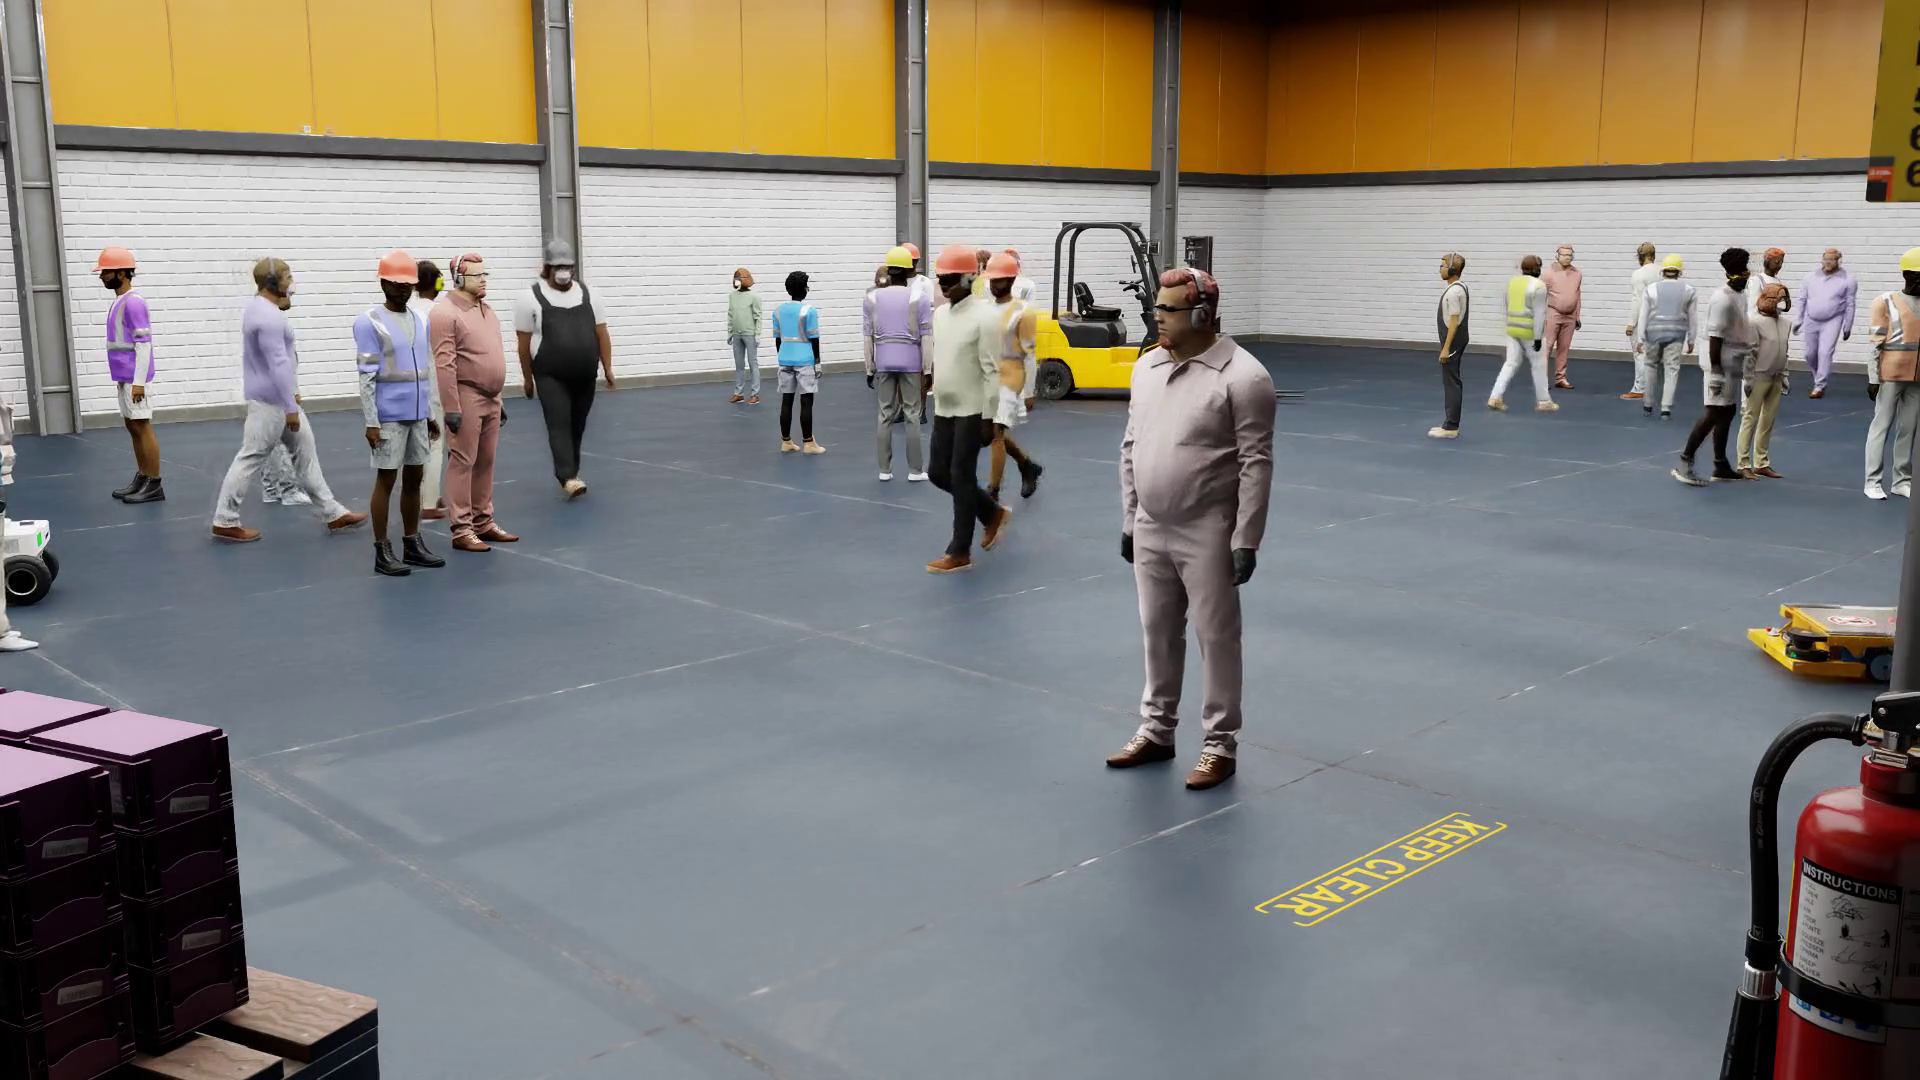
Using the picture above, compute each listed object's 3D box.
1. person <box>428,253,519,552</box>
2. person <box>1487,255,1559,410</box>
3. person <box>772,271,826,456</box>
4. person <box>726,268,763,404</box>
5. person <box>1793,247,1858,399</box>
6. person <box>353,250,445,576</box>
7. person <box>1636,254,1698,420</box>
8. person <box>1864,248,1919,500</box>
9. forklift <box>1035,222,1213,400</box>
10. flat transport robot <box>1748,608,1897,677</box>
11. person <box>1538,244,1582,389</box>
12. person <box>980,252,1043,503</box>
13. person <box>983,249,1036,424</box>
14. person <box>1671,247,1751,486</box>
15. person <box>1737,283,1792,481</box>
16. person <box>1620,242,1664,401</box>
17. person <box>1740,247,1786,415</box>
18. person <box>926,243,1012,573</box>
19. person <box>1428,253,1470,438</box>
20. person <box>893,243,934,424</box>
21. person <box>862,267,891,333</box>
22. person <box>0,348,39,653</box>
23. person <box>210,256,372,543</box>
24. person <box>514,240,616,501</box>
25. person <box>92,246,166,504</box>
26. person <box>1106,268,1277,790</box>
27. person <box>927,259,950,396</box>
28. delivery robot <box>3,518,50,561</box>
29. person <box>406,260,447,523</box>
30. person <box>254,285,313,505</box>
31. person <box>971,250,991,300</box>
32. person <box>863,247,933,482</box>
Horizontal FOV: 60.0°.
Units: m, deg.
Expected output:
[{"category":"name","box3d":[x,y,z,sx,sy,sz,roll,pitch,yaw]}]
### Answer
[{"category":"person","box3d":[-3.134,-0.890,10.766,0.410,1.909,0.642,3,11,14]},{"category":"person","box3d":[6.529,-2.380,19.177,0.865,1.809,0.643,-4,11,-23]},{"category":"person","box3d":[-1.488,-1.626,15.351,0.533,1.697,0.318,7,12,34]},{"category":"person","box3d":[-2.601,-2.456,20.046,0.498,1.634,0.281,7,12,32]},{"category":"person","box3d":[10.848,-2.724,20.840,0.655,1.883,0.797,10,14,44]},{"category":"person","box3d":[-3.336,-0.759,9.974,0.370,1.933,0.550,5,12,27]},{"category":"person","box3d":[7.839,-2.253,18.467,0.615,1.801,0.854,4,11,19]},{"category":"person","box3d":[7.248,-1.266,12.757,0.588,1.927,0.371,-1,10,-7]},{"category":"forklift","box3d":[1.935,-2.847,20.651,2.313,2.155,1.214,2,11,13]},{"category":"flat transport robot","box3d":[4.538,0.479,7.760,1.431,0.197,0.652,2,10,8]},{"category":"person","box3d":[7.917,-2.936,21.926,0.646,1.904,0.401,-3,11,-14]},{"category":"person","box3d":[0.363,-1.183,12.372,0.545,1.909,0.867,10,14,43]},{"category":"person","box3d":[0.523,-2.177,17.881,0.572,1.876,0.356,0,10,0]},{"category":"person","box3d":[6.211,-1.419,13.599,0.533,1.934,0.810,5,12,26]},{"category":"person","box3d":[6.698,-1.314,13.818,0.505,1.633,0.279,-5,12,-26]},{"category":"person","box3d":[8.410,-2.678,20.441,0.627,1.933,0.371,-8,13,-37]},{"category":"person","box3d":[9.050,-2.337,18.720,0.573,1.883,0.354,-9,14,-40]},{"category":"person","box3d":[0.058,-0.798,10.066,0.626,1.977,0.633,-8,13,-36]},{"category":"person","box3d":[4.905,-1.939,16.650,0.344,1.847,0.504,5,11,23]},{"category":"person","box3d":[-0.543,-2.202,17.828,0.542,1.939,0.364,6,12,30]},{"category":"person","box3d":[-1.061,-2.899,22.592,0.507,1.585,0.874,2,11,11]},{"category":"person","box3d":[-4.766,-0.268,8.111,0.311,1.636,0.517,-9,14,-40]},{"category":"person","box3d":[-4.501,-0.920,10.984,1.047,1.884,0.645,-4,11,-23]},{"category":"person","box3d":[-3.023,-1.341,12.859,0.683,2.000,1.019,-7,12,-33]},{"category":"person","box3d":[-6.309,-1.244,12.611,0.360,1.935,0.552,-8,13,-38]},{"category":"person","box3d":[0.828,-0.039,6.133,0.399,1.904,0.644,-9,14,-42]},{"category":"person","box3d":[-0.204,-2.677,20.892,0.534,1.767,0.320,8,13,39]},{"category":"delivery robot","box3d":[-5.435,0.030,9.179,0.707,0.478,0.477,-4,11,-23]},{"category":"person","box3d":[-3.761,-1.070,11.911,0.552,1.840,0.726,1,10,5]},{"category":"person","box3d":[-5.133,-1.137,12.555,0.484,1.745,0.298,8,13,37]},{"category":"person","box3d":[0.294,-2.688,20.763,0.619,1.839,0.430,2,11,12]},{"category":"person","box3d":[-0.502,-1.430,13.649,0.584,1.927,0.367,2,11,13]}]
